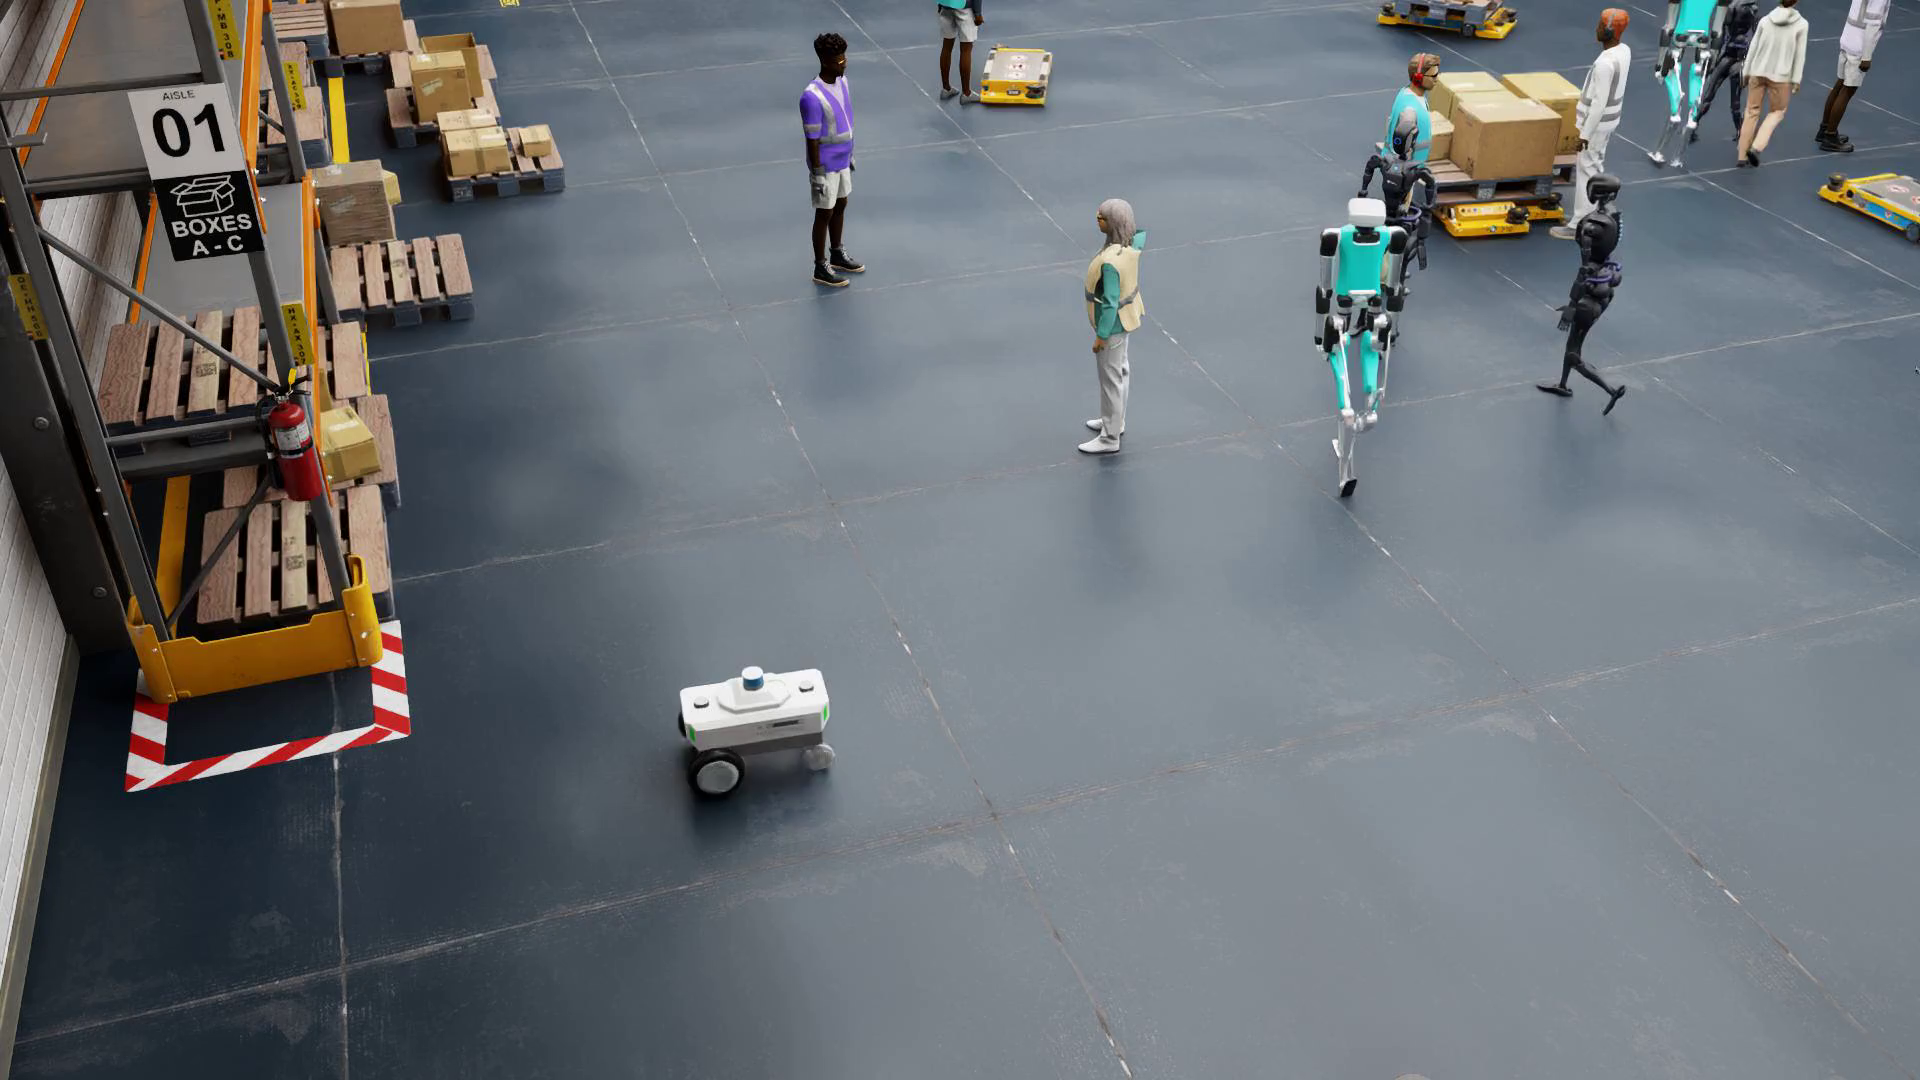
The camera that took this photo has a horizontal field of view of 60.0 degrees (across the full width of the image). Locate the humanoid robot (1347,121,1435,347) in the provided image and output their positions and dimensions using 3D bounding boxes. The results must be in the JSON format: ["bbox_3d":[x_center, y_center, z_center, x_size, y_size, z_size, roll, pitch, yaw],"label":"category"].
[{"bbox_3d":[3.098,-2.192,11.918,0.599,1.657,0.315,21,39,29],"label":"humanoid robot"}]

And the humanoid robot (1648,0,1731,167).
[{"bbox_3d":[6.551,-4.166,14.950,0.538,1.829,0.757,4,33,6],"label":"humanoid robot"}]

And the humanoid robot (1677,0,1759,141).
[{"bbox_3d":[7.202,-4.500,15.507,0.679,1.637,0.616,-5,33,-8],"label":"humanoid robot"}]

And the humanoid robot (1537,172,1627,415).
[{"bbox_3d":[4.295,-1.644,11.102,0.633,1.633,0.616,23,39,31],"label":"humanoid robot"}]

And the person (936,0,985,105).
[{"bbox_3d":[-0.021,-5.303,16.464,0.565,1.937,0.424,25,40,33],"label":"person"}]

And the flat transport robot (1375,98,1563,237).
[{"bbox_3d":[4.333,-3.001,14.461,0.659,0.231,1.431,-5,33,-8],"label":"flat transport robot"}]

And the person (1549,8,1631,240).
[{"bbox_3d":[5.179,-3.377,13.559,0.338,1.882,0.582,20,38,28],"label":"person"}]

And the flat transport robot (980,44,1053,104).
[{"bbox_3d":[0.597,-4.836,17.276,0.659,0.231,1.431,3,33,5],"label":"flat transport robot"}]

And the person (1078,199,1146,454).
[{"bbox_3d":[0.983,-1.357,10.621,0.366,1.709,0.462,9,34,13],"label":"person"}]

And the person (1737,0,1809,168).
[{"bbox_3d":[7.292,-4.152,14.949,0.521,1.651,0.448,24,40,32],"label":"person"}]

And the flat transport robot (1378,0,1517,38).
[{"bbox_3d":[5.593,-6.000,19.061,1.431,0.231,0.659,17,37,24],"label":"flat transport robot"}]

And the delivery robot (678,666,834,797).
[{"bbox_3d":[-1.010,0.881,8.220,0.739,0.566,0.499,-8,34,-12],"label":"delivery robot"}]

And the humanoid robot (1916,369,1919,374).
[{"bbox_3d":[7.096,-1.679,11.075,0.911,1.730,0.567,13,35,19],"label":"humanoid robot"}]

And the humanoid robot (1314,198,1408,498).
[{"bbox_3d":[2.484,-1.124,10.269,0.550,1.795,0.913,0,33,1],"label":"humanoid robot"}]

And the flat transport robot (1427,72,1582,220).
[{"bbox_3d":[4.733,-3.178,14.732,0.659,0.231,1.431,-4,33,-6],"label":"flat transport robot"}]

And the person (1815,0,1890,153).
[{"bbox_3d":[8.318,-4.553,15.326,0.383,1.929,0.541,6,34,8],"label":"person"}]

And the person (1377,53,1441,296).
[{"bbox_3d":[3.385,-2.803,12.714,0.384,1.845,0.569,8,34,12],"label":"person"}]

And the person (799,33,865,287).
[{"bbox_3d":[-0.992,-2.930,12.810,0.366,1.959,0.603,13,35,20],"label":"person"}]

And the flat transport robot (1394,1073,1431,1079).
[{"bbox_3d":[1.751,2.577,5.906,0.659,0.231,1.431,12,35,17],"label":"flat transport robot"}]

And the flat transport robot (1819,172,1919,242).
[{"bbox_3d":[8.130,-2.813,14.172,0.659,0.231,1.431,-11,35,-16],"label":"flat transport robot"}]
